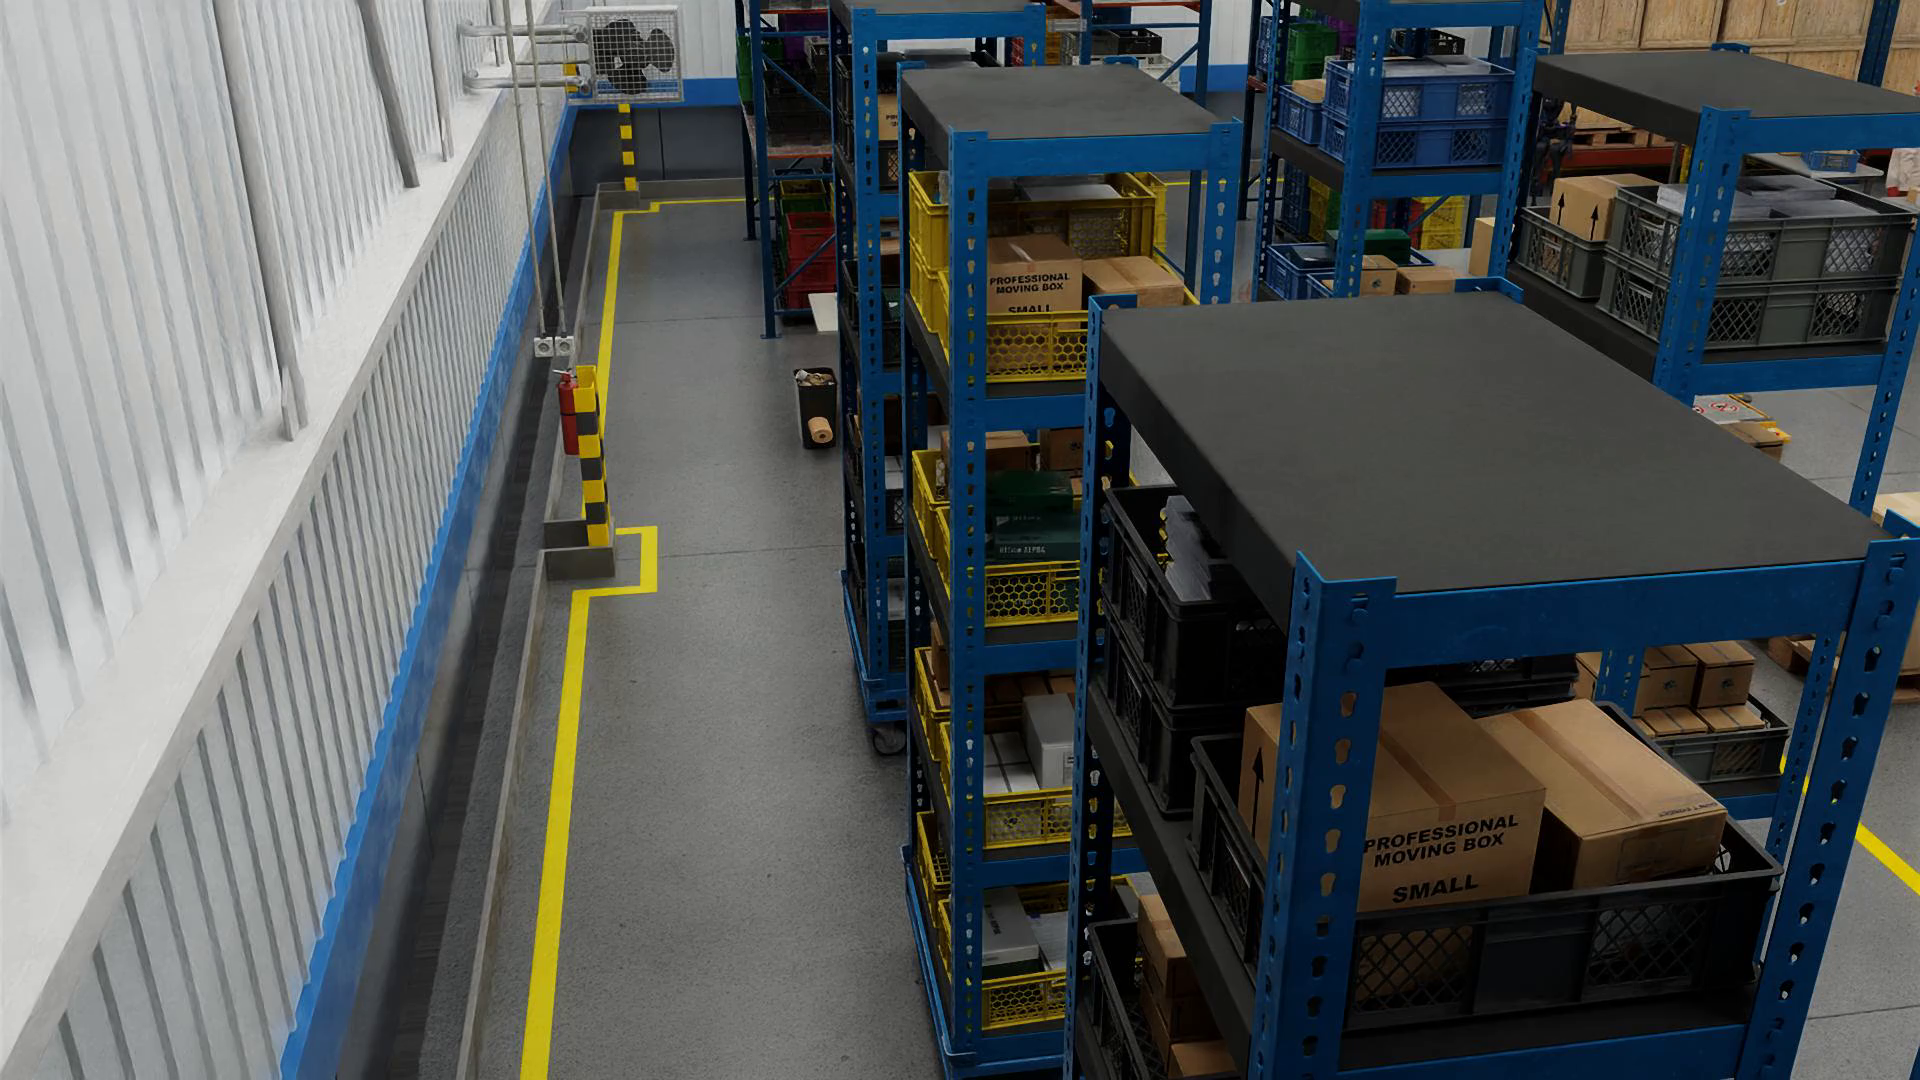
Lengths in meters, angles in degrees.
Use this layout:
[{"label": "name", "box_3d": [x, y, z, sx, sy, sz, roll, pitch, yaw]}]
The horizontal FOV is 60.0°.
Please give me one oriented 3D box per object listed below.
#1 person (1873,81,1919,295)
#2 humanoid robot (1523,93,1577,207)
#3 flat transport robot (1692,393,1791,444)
[{"label": "person", "box_3d": [8.767, -3.290, 15.386, 0.376, 1.995, 0.610, 17, 30, 32]}, {"label": "humanoid robot", "box_3d": [6.406, -4.347, 18.063, 0.592, 1.648, 0.329, 21, 32, 38]}, {"label": "flat transport robot", "box_3d": [5.224, -0.859, 12.132, 1.431, 0.197, 0.652, -4, 25, -8]}]
